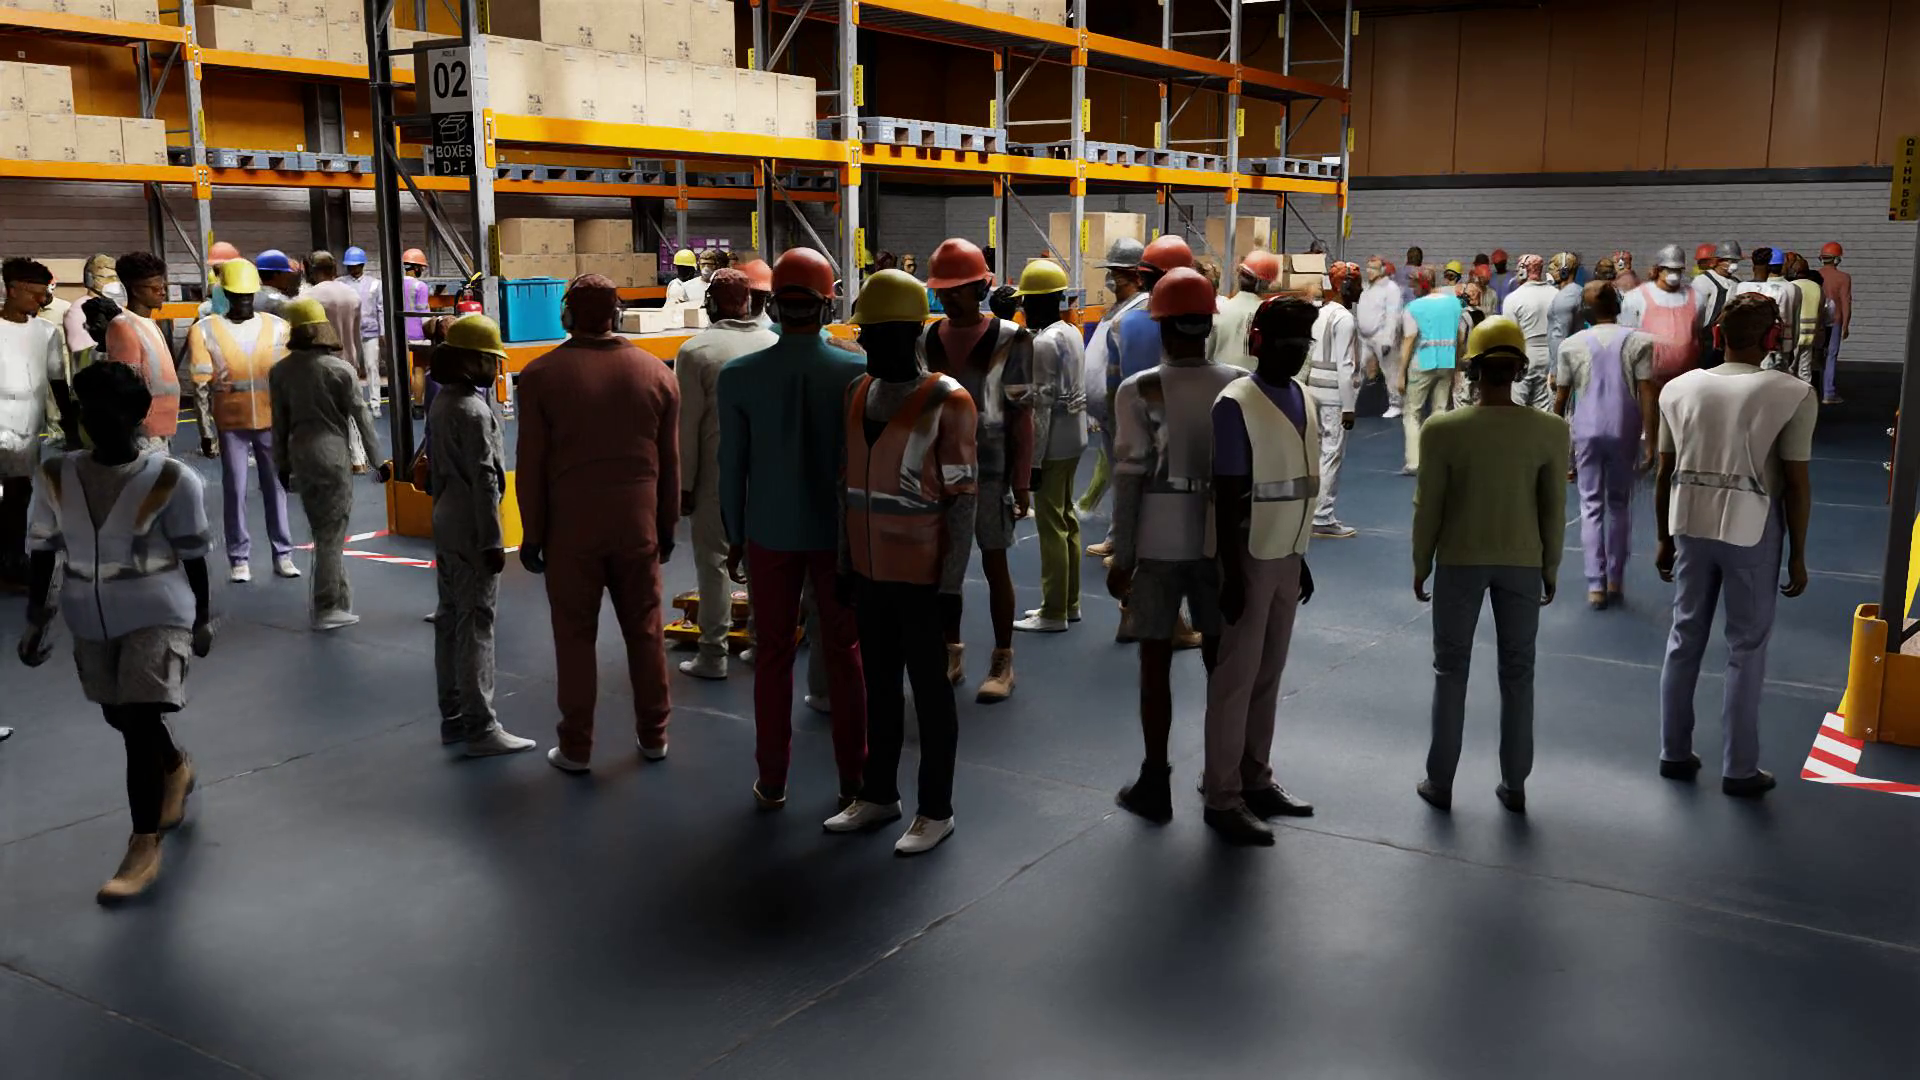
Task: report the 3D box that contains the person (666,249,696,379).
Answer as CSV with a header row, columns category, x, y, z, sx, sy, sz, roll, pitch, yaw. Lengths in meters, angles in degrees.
category,x,y,z,sx,sy,sz,roll,pitch,yaw
person,-3.058,-2.249,18.450,0.399,1.920,0.588,0,10,-2

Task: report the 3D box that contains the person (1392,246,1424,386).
category,x,y,z,sx,sy,sz,roll,pitch,yaw
person,6.258,-3.105,23.117,0.353,1.937,0.635,-5,12,-28

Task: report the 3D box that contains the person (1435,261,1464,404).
category,x,y,z,sx,sy,sz,roll,pitch,yaw
person,6.069,-2.564,20.598,0.533,1.767,0.327,6,12,28

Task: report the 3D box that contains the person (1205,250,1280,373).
category,x,y,z,sx,sy,sz,roll,pitch,yaw
person,1.885,-0.953,11.152,0.639,1.950,0.587,1,10,7

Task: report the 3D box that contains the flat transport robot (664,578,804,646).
category,x,y,z,sx,sy,sz,roll,pitch,yaw
flat transport robot,-0.948,0.309,8.822,0.652,0.197,1.431,4,11,20

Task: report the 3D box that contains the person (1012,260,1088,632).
category,x,y,z,sx,sy,sz,roll,pitch,yaw
person,0.456,-0.480,8.632,0.396,1.920,0.587,3,11,18

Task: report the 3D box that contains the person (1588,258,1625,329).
category,x,y,z,sx,sy,sz,roll,pitch,yaw
person,6.520,-1.945,16.963,0.509,1.843,0.340,-1,10,-6

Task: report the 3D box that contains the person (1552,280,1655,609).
category,x,y,z,sx,sy,sz,roll,pitch,yaw
person,3.566,-0.532,9.247,0.533,1.796,0.575,3,11,18

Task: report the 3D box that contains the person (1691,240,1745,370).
category,x,y,z,sx,sy,sz,roll,pitch,yaw
person,7.778,-2.057,17.026,0.680,2.000,0.535,-5,11,-26

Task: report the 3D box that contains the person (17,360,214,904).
category,x,y,z,sx,sy,sz,roll,pitch,yaw
person,-2.656,0.236,5.367,0.525,1.662,0.844,0,10,2

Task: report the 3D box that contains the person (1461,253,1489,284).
category,x,y,z,sx,sy,sz,roll,pitch,yaw
person,7.915,-3.462,25.408,0.574,1.820,0.668,6,12,28

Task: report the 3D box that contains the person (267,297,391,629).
category,x,y,z,sx,sy,sz,roll,pitch,yaw
person,-3.310,-0.402,8.749,0.561,1.723,0.485,3,11,15

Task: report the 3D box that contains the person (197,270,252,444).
category,x,y,z,sx,sy,sz,roll,pitch,yaw
person,-7.208,-1.778,16.313,0.316,1.740,0.492,9,14,41

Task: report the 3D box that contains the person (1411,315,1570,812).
category,x,y,z,sx,sy,sz,roll,pitch,yaw
person,1.864,0.091,5.907,0.526,1.762,0.340,1,10,8

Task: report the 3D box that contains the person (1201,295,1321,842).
category,x,y,z,sx,sy,sz,roll,pitch,yaw
person,1.030,0.084,5.720,0.384,1.838,0.565,8,13,37

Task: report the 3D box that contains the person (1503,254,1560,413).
category,x,y,z,sx,sy,sz,roll,pitch,yaw
person,4.936,-1.526,14.492,0.648,1.900,0.400,-4,11,-20

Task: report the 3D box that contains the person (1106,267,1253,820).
category,x,y,z,sx,sy,sz,roll,pitch,yaw
person,0.805,0.026,5.855,0.571,1.936,0.505,-2,10,-10

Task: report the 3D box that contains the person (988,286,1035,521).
category,x,y,z,sx,sy,sz,roll,pitch,yaw
person,0.309,-0.983,12.028,0.537,1.695,0.321,4,11,21

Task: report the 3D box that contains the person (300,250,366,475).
category,x,y,z,sx,sy,sz,roll,pitch,yaw
person,-5.326,-1.482,14.127,0.359,1.936,0.632,4,11,23

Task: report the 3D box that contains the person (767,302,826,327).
category,x,y,z,sx,sy,sz,roll,pitch,yaw
person,-1.238,-1.165,12.393,0.591,1.930,0.357,4,11,21

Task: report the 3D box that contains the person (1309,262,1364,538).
category,x,y,z,sx,sy,sz,roll,pitch,yaw
person,2.559,-0.949,11.348,0.342,1.877,0.570,-1,10,-3

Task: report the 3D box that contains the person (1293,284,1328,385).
category,x,y,z,sx,sy,sz,roll,pitch,yaw
person,3.397,-1.645,15.966,0.556,1.593,0.785,-4,11,-19

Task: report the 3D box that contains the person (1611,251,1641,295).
category,x,y,z,sx,sy,sz,roll,pitch,yaw
person,7.858,-2.491,19.844,0.401,1.899,0.636,8,13,37

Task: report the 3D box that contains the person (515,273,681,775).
category,x,y,z,sx,sy,sz,roll,pitch,yaw
person,-1.387,-0.064,6.403,0.649,1.900,0.398,-6,12,-31

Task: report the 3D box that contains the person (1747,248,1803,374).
category,x,y,z,sx,sy,sz,roll,pitch,yaw
person,7.942,-1.887,16.347,0.616,1.943,0.398,-2,10,-11

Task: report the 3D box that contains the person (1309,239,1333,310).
category,x,y,z,sx,sy,sz,roll,pitch,yaw
person,5.821,-3.850,26.963,0.538,2.000,0.684,2,10,11

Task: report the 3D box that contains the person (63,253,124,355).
category,x,y,z,sx,sy,sz,roll,pitch,yaw
person,-5.455,-0.852,10.645,0.376,1.937,0.629,0,10,-2

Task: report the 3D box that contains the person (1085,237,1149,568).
category,x,y,z,sx,sy,sz,roll,pitch,yaw
person,0.993,-0.848,10.328,0.536,2.000,0.675,-2,10,-9

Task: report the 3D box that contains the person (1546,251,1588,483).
category,x,y,z,sx,sy,sz,roll,pitch,yaw
person,5.063,-1.439,13.935,0.377,1.931,0.624,6,12,28

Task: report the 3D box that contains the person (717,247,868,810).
category,x,y,z,sx,sy,sz,roll,pitch,yaw
person,-0.546,-0.027,5.906,0.611,1.995,0.381,-1,10,-4

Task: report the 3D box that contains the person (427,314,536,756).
category,x,y,z,sx,sy,sz,roll,pitch,yaw
person,-1.920,-0.021,6.597,0.322,1.735,0.485,-7,13,-35

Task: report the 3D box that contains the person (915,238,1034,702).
category,x,y,z,sx,sy,sz,roll,pitch,yaw
person,0.020,-0.298,7.324,0.612,2.030,0.403,4,11,22

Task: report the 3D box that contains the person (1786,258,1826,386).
category,x,y,z,sx,sy,sz,roll,pitch,yaw
person,9.023,-2.128,18.016,0.629,1.837,0.430,-4,11,-19

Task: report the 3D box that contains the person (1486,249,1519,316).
category,x,y,z,sx,sy,sz,roll,pitch,yaw
person,8.162,-3.403,24.906,0.565,1.905,0.776,7,13,35

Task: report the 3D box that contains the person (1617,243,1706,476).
category,x,y,z,sx,sy,sz,roll,pitch,yaw
person,5.843,-1.497,13.925,0.687,2.000,0.921,1,10,7

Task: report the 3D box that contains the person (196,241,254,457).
category,x,y,z,sx,sy,sz,roll,pitch,yaw
person,-6.880,-1.811,15.745,0.617,2.031,0.774,10,14,43

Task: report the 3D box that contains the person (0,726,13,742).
category,x,y,z,sx,sy,sz,roll,pitch,yaw
person,-4.305,-0.064,6.486,1.013,1.861,0.587,-1,10,-6

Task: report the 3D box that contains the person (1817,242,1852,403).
category,x,y,z,sx,sy,sz,roll,pitch,yaw
person,10.776,-2.697,20.697,0.375,1.997,0.612,-7,12,-34

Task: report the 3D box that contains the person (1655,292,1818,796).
category,x,y,z,sx,sy,sz,roll,pitch,yaw
person,2.812,0.017,6.111,0.395,1.836,0.561,-8,13,-39

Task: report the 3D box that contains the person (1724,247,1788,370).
category,x,y,z,sx,sy,sz,roll,pitch,yaw
person,7.805,-1.892,16.350,0.382,1.957,0.606,-8,13,-38

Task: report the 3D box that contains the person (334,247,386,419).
category,x,y,z,sx,sy,sz,roll,pitch,yaw
person,-6.803,-2.334,18.841,0.602,1.940,0.402,-3,11,-15

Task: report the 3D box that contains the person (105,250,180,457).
category,x,y,z,sx,sy,sz,roll,pitch,yaw
person,-4.584,-0.640,9.382,0.361,1.963,0.613,-3,11,-15

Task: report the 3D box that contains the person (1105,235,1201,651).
category,x,y,z,sx,sy,sz,roll,pitch,yaw
person,0.993,-0.476,8.261,0.395,2.044,0.609,-9,13,-40

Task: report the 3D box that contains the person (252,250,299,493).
category,x,y,z,sx,sy,sz,roll,pitch,yaw
person,-5.501,-1.355,13.400,0.615,1.943,0.409,8,13,36

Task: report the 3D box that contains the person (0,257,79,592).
category,x,y,z,sx,sy,sz,roll,pitch,yaw
person,-5.423,-0.655,9.571,0.779,1.918,0.622,4,11,21

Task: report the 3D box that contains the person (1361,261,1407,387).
category,x,y,z,sx,sy,sz,roll,pitch,yaw
person,5.808,-2.952,22.850,0.563,1.718,0.699,9,14,42

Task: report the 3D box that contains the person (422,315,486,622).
category,x,y,z,sx,sy,sz,roll,pitch,yaw
person,-2.674,-0.379,8.870,0.312,1.632,0.527,2,10,12

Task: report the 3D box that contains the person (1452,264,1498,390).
category,x,y,z,sx,sy,sz,roll,pitch,yaw
person,6.808,-2.769,21.925,0.601,1.727,0.836,-3,11,-14

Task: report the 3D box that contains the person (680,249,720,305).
category,x,y,z,sx,sy,sz,roll,pitch,yaw
person,-2.520,-1.961,16.828,0.635,1.932,0.363,1,10,7

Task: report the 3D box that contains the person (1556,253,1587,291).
category,x,y,z,sx,sy,sz,roll,pitch,yaw
person,9.975,-3.756,27.131,0.776,1.811,0.428,-5,12,-27

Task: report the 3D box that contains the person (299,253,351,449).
category,x,y,z,sx,sy,sz,roll,pitch,yaw
person,-6.062,-1.766,15.792,0.484,1.899,0.610,-3,11,-18

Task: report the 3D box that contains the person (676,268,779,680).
category,x,y,z,sx,sy,sz,roll,pitch,yaw
person,-1.060,-0.302,7.725,0.653,1.895,0.401,-9,14,-42

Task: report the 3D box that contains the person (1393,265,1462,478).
category,x,y,z,sx,sy,sz,roll,pitch,yaw
person,3.986,-1.400,14.048,0.600,1.813,0.389,-3,11,-17

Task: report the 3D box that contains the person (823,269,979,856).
category,x,y,z,sx,sy,sz,roll,pitch,yaw
person,-0.205,0.075,5.525,0.585,1.929,0.370,9,14,42

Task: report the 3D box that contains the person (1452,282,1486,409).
category,x,y,z,sx,sy,sz,roll,pitch,yaw
person,4.705,-1.565,15.440,0.314,1.633,0.517,10,14,44

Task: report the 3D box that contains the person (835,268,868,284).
category,x,y,z,sx,sy,sz,roll,pitch,yaw
person,-1.134,-2.187,18.134,0.602,1.906,0.411,-5,11,-24

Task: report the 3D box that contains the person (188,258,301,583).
category,x,y,z,sx,sy,sz,roll,pitch,yaw
person,-4.223,-0.702,9.883,0.591,1.915,0.401,-7,13,-36

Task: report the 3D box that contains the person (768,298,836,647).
category,x,y,z,sx,sy,sz,roll,pitch,yaw
person,-0.742,-0.424,8.356,0.403,1.904,0.651,-8,13,-37
